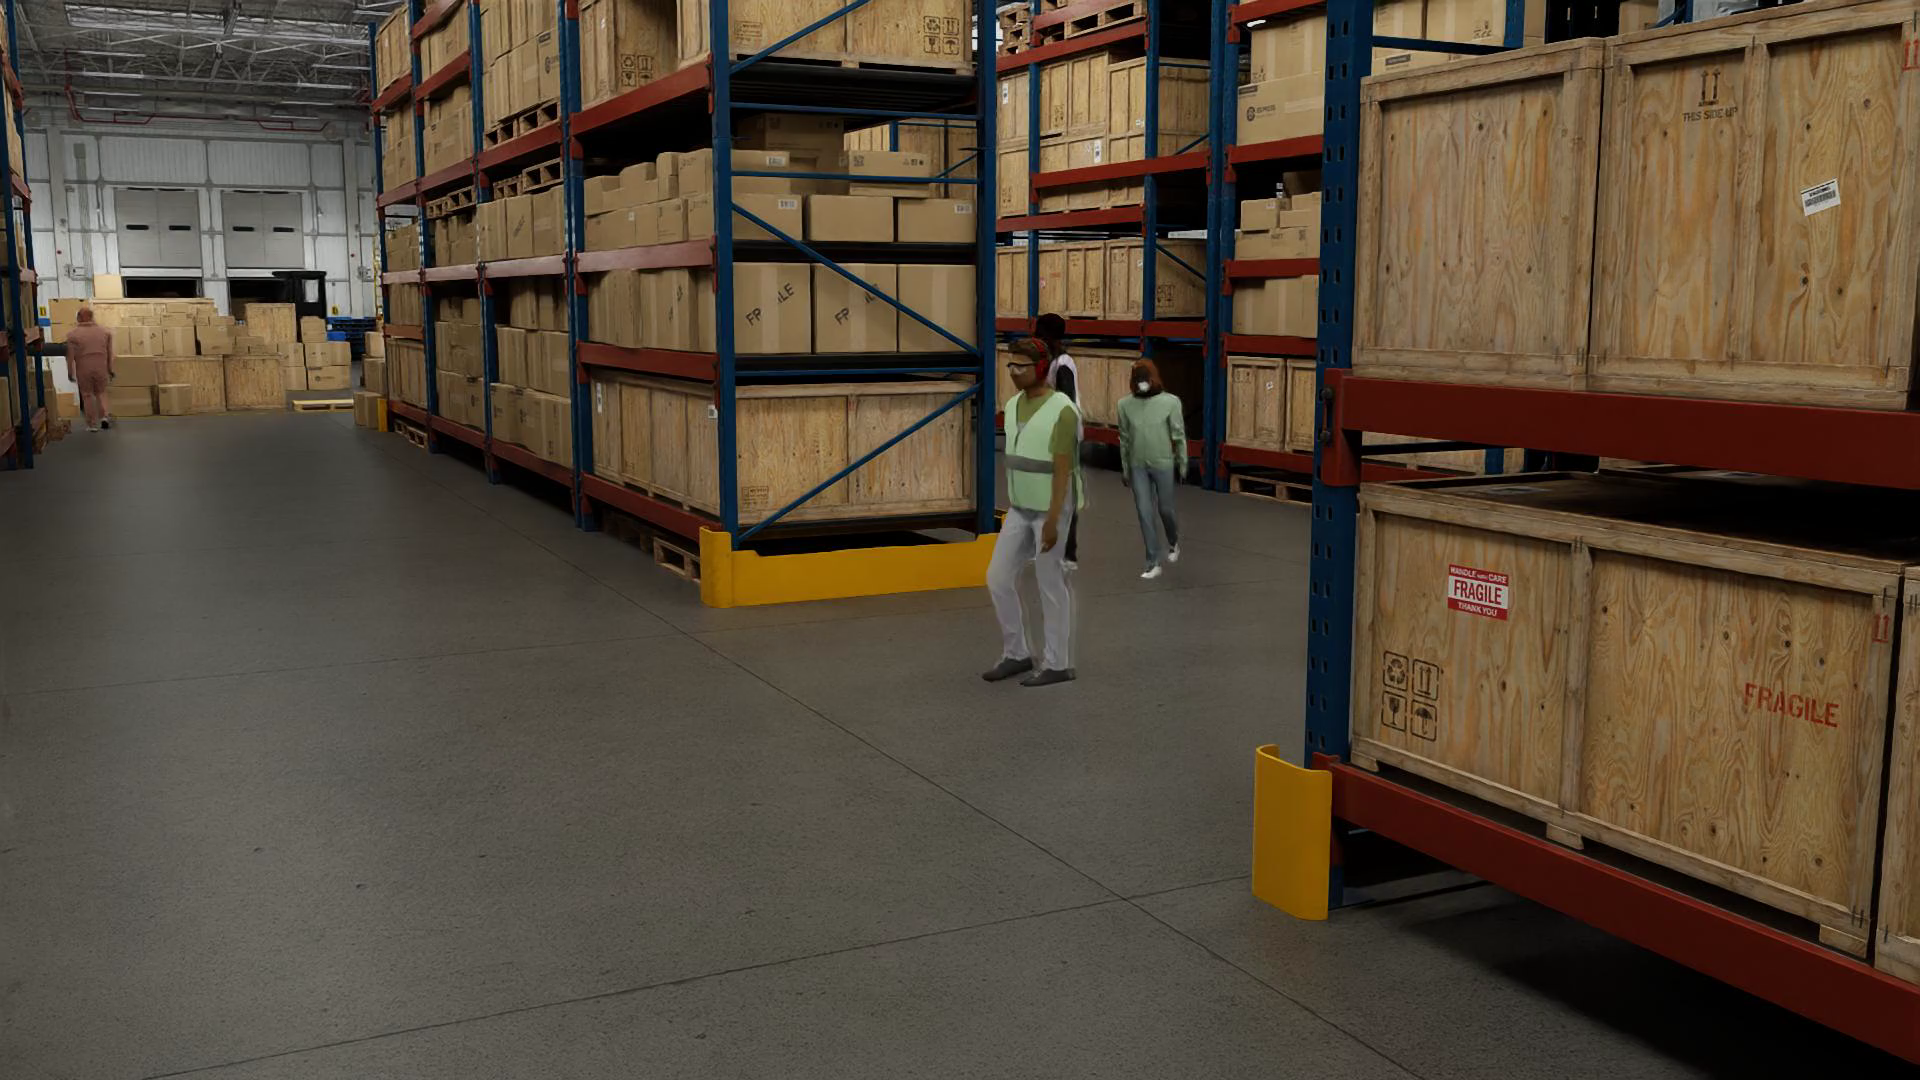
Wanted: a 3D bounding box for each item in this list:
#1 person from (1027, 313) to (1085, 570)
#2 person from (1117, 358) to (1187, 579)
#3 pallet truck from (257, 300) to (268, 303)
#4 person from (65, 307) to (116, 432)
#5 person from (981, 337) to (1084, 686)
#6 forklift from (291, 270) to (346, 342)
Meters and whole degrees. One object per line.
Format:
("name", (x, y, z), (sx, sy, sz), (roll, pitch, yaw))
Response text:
("person", (0.728, -0.729, 12.415), (0.372, 1.916, 0.597), (-1, 8, -10))
("person", (1.424, -0.537, 12.174), (0.519, 1.605, 0.558), (3, 9, 22))
("pallet truck", (-23.913, -7.404, 58.171), (1.885, 1.965, 0.823), (-1, 8, -9))
("person", (-13.253, -2.590, 25.326), (0.431, 1.891, 0.676), (8, 11, 44))
("person", (0.352, -0.128, 8.614), (0.581, 1.827, 0.569), (-6, 10, -36))
("forklift", (-18.599, -6.326, 47.712), (1.873, 2.768, 1.129), (6, 10, 36))
